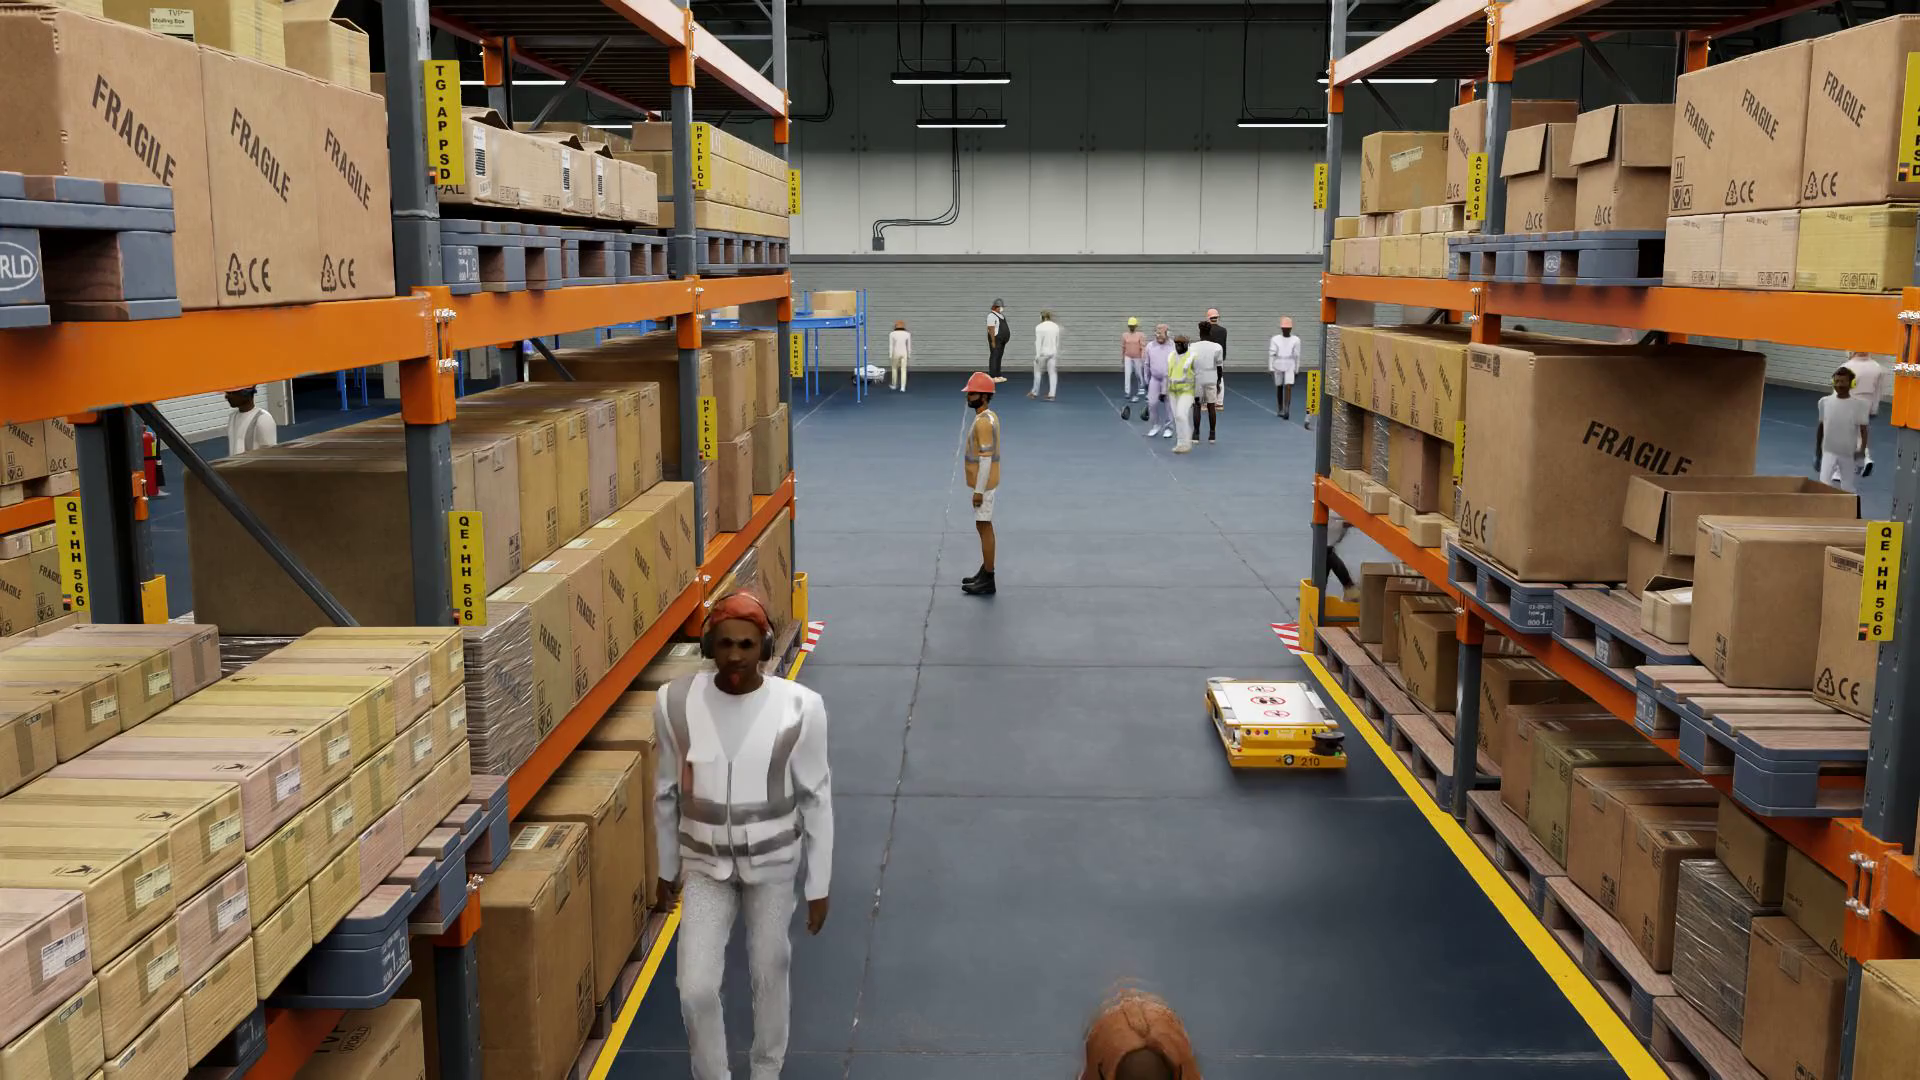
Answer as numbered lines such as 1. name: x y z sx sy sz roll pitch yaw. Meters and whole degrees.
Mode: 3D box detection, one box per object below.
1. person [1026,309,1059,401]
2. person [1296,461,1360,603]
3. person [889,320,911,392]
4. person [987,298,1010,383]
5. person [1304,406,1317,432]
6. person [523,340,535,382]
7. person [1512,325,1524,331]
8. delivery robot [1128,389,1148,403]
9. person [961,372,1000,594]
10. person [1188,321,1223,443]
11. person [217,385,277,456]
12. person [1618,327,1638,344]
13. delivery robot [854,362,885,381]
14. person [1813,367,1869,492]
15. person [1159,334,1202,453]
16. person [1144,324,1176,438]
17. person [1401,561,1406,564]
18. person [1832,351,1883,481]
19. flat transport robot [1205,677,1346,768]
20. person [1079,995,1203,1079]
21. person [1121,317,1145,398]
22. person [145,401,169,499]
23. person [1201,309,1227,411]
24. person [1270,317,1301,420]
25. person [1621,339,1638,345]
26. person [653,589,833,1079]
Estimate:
1. person: 1.734 -3.903 35.097 0.655 1.910 0.859 -7 12 -36
2. person: 3.175 -0.248 14.008 0.560 1.653 0.689 -9 13 -43
3. person: -1.381 -4.168 37.616 0.530 1.591 0.817 -3 10 -16
4. person: 0.956 -4.857 40.569 0.538 2.000 0.683 4 10 22
5. person: 4.824 -1.592 21.617 0.588 1.796 0.901 -1 10 -8
6. person: -5.786 -1.714 21.993 0.436 1.918 0.608 3 10 15
7. person: 11.112 -3.462 33.227 0.539 1.653 0.859 0 9 3
8. delivery robot: 3.381 -2.690 30.972 0.335 0.223 0.698 6 11 33
9. person: 0.181 -0.511 14.700 0.344 1.942 0.549 1 9 3
10. person: 3.928 -2.545 26.812 0.614 1.964 0.361 -1 10 -8
11. person: -5.957 -0.434 13.962 0.609 2.036 0.403 8 12 39
12. person: 16.708 -4.871 41.480 0.953 1.714 0.535 -2 10 -13
13. delivery robot: -2.142 -3.965 39.384 0.707 0.478 0.477 5 11 29
14. person: 9.205 -0.899 17.400 0.542 1.819 0.973 8 13 41
15. person: 3.349 -2.231 25.369 0.517 1.820 0.617 -8 12 -39
16. person: 3.353 -2.631 27.589 0.681 1.883 0.635 4 10 20
17. person: 4.230 -0.662 15.689 0.633 1.919 0.738 -1 10 -7
18. person: 11.857 -1.713 22.040 0.676 1.891 0.496 -2 10 -9
19. flat transport robot: 1.905 1.097 10.191 0.652 0.197 1.431 0 9 2
20. person: 0.330 1.615 2.964 0.523 1.592 0.801 -1 9 -4
21. person: 3.752 -3.956 35.929 0.519 1.743 0.767 3 10 16
22. person: -10.113 -1.427 20.497 0.590 1.840 0.388 4 10 22
23. person: 4.979 -3.551 32.763 0.613 1.991 0.392 -6 11 -32
24. person: 6.080 -3.216 31.105 0.545 1.891 1.035 2 10 14
25. person: 9.210 -1.840 22.948 0.348 1.846 0.506 9 13 42
26. person: -0.709 1.086 5.374 0.605 1.857 0.651 0 9 3
